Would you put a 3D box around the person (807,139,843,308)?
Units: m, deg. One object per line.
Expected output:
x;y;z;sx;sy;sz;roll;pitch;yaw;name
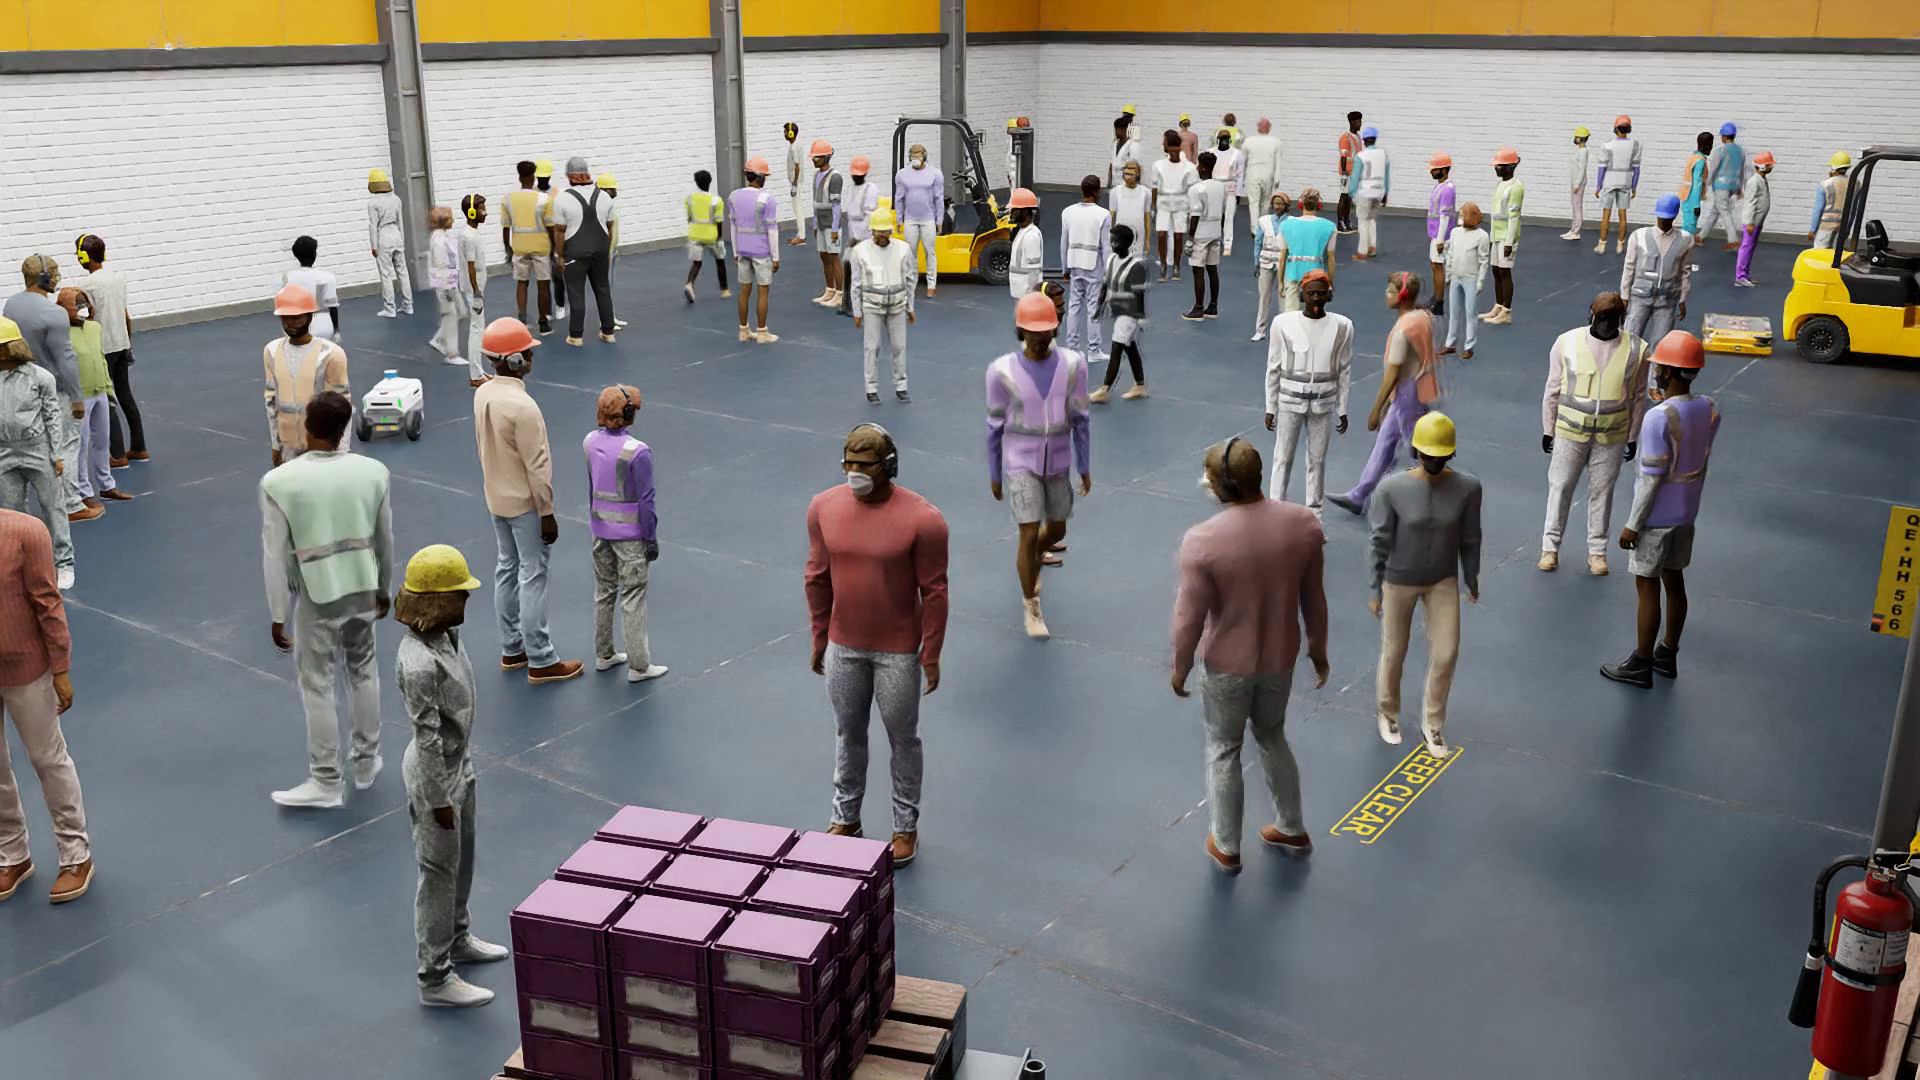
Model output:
-1.653;-3.869;20.382;0.407;2.036;0.601;-11;21;-32;person

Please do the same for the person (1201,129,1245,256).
3.867;-5.146;24.669;0.633;1.845;0.429;7;19;22;person

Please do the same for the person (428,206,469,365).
-5.267;-2.600;17.061;0.364;1.629;0.540;-2;18;-7;person

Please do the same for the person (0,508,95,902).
-3.906;0.530;6.704;0.628;1.980;0.411;-2;18;-7;person

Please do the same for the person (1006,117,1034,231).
0.986;-5.862;26.848;0.358;1.882;0.574;-14;23;-38;person

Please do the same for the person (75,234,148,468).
-6.793;-1.497;13.248;0.340;1.856;0.527;4;18;11;person

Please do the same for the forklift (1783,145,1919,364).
9.803;-2.879;17.013;2.313;2.155;1.214;12;21;33;forklift

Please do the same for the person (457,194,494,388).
-4.660;-2.397;16.053;0.324;1.861;0.510;-6;19;-18;person

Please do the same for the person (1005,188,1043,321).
0.597;-2.352;15.780;0.356;1.937;0.552;-2;18;-6;person

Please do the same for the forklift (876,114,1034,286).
-0.171;-4.594;22.377;2.313;2.155;1.214;1;18;3;forklift

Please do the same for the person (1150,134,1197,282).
2.864;-4.427;22.264;0.655;1.933;0.616;3;18;9;person

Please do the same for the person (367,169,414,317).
-6.837;-3.536;19.818;0.323;1.737;0.488;10;20;29;person

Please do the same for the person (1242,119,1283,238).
4.834;-5.833;26.794;0.656;1.854;0.987;2;18;7;person

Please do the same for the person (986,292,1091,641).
0.439;-0.479;9.793;0.612;2.021;0.797;-4;18;-13;person

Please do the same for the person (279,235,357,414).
-5.694;-1.841;14.630;0.537;1.666;0.784;1;18;4;person

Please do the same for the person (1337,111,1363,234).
6.378;-6.006;27.162;0.367;1.966;0.607;12;21;33;person

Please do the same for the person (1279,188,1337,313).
3.462;-2.581;16.660;0.565;1.838;0.381;5;18;14;person

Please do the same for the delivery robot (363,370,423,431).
-4.878;-1.218;14.316;0.477;0.478;0.707;-1;18;-3;delivery robot

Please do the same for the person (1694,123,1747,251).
11.598;-5.372;25.304;0.634;1.893;1.021;-9;20;-27;person

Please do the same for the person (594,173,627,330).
-4.005;-3.297;19.013;0.331;1.768;0.526;1;18;4;person

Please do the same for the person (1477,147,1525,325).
6.265;-3.510;19.258;0.404;2.036;0.601;-2;18;-5;person

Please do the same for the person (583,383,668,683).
-1.835;-0.035;9.034;0.513;1.630;0.317;14;22;36;person

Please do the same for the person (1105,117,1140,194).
2.514;-5.566;25.815;0.420;1.944;0.600;-9;20;-25;person

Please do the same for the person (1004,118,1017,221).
0.927;-6.388;28.719;0.294;1.744;0.485;5;18;15;person

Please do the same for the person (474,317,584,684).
-2.364;-0.208;8.977;0.376;1.997;0.612;-16;24;-41;person

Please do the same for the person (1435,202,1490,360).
5.270;-2.703;17.369;0.288;1.633;0.501;-11;21;-32;person

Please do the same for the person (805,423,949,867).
-0.355;0.446;7.026;0.629;1.940;0.378;6;19;19;person

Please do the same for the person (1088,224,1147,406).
1.424;-2.070;15.339;0.823;1.656;0.536;-7;19;-21;person

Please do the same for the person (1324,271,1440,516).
3.088;-0.977;11.693;0.951;1.802;0.593;8;19;23;person

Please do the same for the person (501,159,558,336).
-4.777;-3.234;18.520;0.630;1.954;0.490;2;18;5;person

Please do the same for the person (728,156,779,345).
-2.210;-3.142;18.107;0.612;2.030;0.403;10;20;29;person

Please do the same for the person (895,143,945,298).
-0.511;-4.043;21.088;0.635;1.931;0.379;3;18;10;person

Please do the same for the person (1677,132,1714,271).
10.263;-4.743;23.307;0.406;1.910;0.595;5;18;15;person
